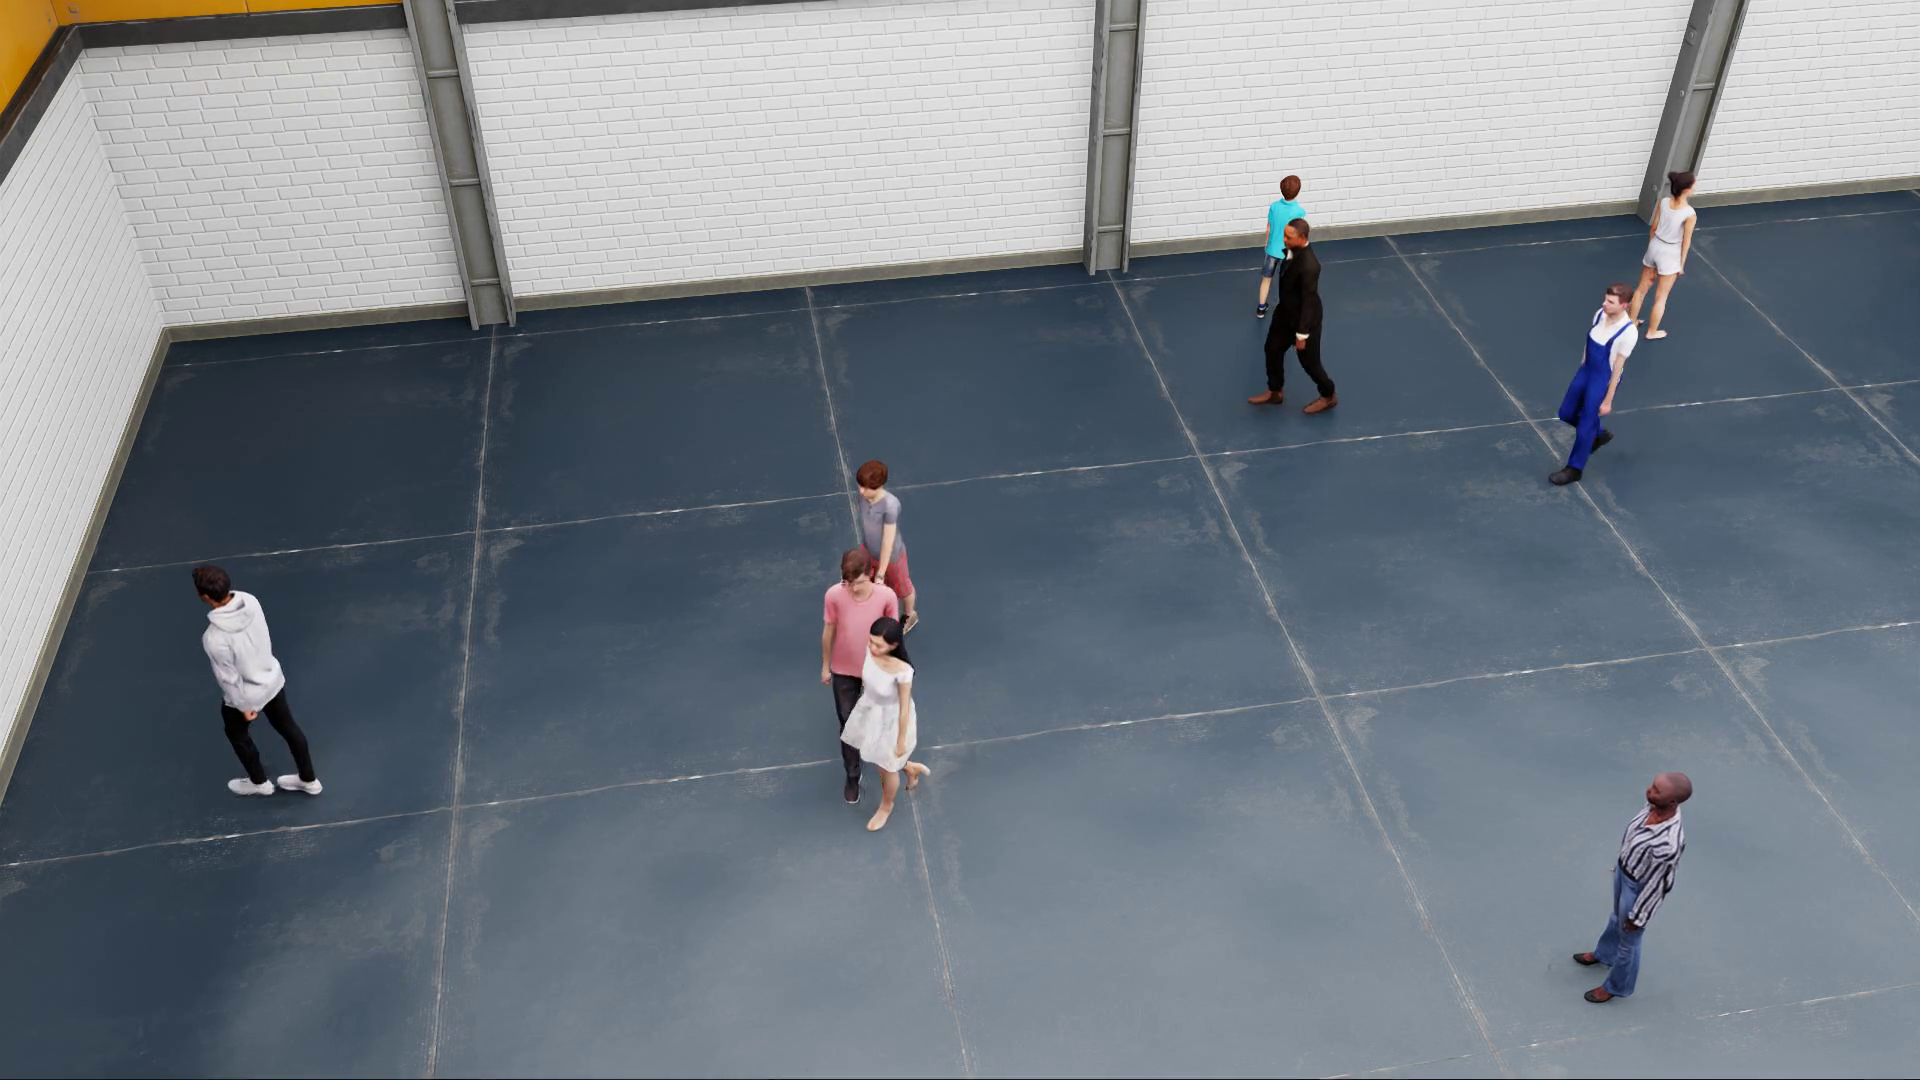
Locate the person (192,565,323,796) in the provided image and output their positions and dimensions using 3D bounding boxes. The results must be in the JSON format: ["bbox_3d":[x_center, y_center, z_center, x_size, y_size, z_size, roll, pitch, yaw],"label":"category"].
[{"bbox_3d":[-4.402,0.932,10.557,0.965,1.908,0.878,10,40,12],"label":"person"}]

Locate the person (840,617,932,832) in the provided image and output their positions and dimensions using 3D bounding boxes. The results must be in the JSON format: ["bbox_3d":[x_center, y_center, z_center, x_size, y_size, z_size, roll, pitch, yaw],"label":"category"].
[{"bbox_3d":[-0.403,1.122,10.434,0.934,1.765,0.852,-27,46,-30],"label":"person"}]

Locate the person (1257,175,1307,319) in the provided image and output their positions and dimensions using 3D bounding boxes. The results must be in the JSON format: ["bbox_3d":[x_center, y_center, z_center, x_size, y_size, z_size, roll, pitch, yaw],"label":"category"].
[{"bbox_3d":[3.003,-2.719,15.497,0.570,1.448,0.648,19,42,22],"label":"person"}]

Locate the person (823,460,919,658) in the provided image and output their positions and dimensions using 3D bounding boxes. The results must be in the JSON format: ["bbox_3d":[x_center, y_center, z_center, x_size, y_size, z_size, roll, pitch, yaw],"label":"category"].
[{"bbox_3d":[-0.484,0.093,11.847,1.012,1.609,1.145,29,47,32],"label":"person"}]

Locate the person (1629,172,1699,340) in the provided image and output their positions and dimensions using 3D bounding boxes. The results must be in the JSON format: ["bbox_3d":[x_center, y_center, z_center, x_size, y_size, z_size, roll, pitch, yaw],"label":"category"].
[{"bbox_3d":[6.454,-2.617,15.238,0.602,1.611,0.621,-21,43,-24],"label":"person"}]

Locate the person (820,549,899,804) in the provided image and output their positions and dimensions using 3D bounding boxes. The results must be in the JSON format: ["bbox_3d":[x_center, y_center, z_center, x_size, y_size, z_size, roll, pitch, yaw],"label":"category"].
[{"bbox_3d":[-0.630,0.743,10.751,0.972,1.961,0.788,-3,39,-4],"label":"person"}]

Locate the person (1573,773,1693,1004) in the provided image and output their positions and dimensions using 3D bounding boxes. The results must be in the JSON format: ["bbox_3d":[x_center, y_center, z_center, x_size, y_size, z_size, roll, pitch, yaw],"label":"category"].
[{"bbox_3d":[3.821,1.950,9.373,0.652,1.794,0.682,5,39,7],"label":"person"}]

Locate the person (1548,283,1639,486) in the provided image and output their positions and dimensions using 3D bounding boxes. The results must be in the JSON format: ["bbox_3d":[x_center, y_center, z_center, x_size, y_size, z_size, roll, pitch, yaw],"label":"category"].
[{"bbox_3d":[5.196,-1.270,13.370,0.924,1.838,0.729,-15,41,-18],"label":"person"}]

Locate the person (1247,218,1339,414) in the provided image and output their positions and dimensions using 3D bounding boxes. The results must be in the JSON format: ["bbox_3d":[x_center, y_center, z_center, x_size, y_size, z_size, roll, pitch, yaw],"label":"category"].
[{"bbox_3d":[2.942,-1.871,14.114,1.003,1.848,0.778,-6,39,-8],"label":"person"}]
